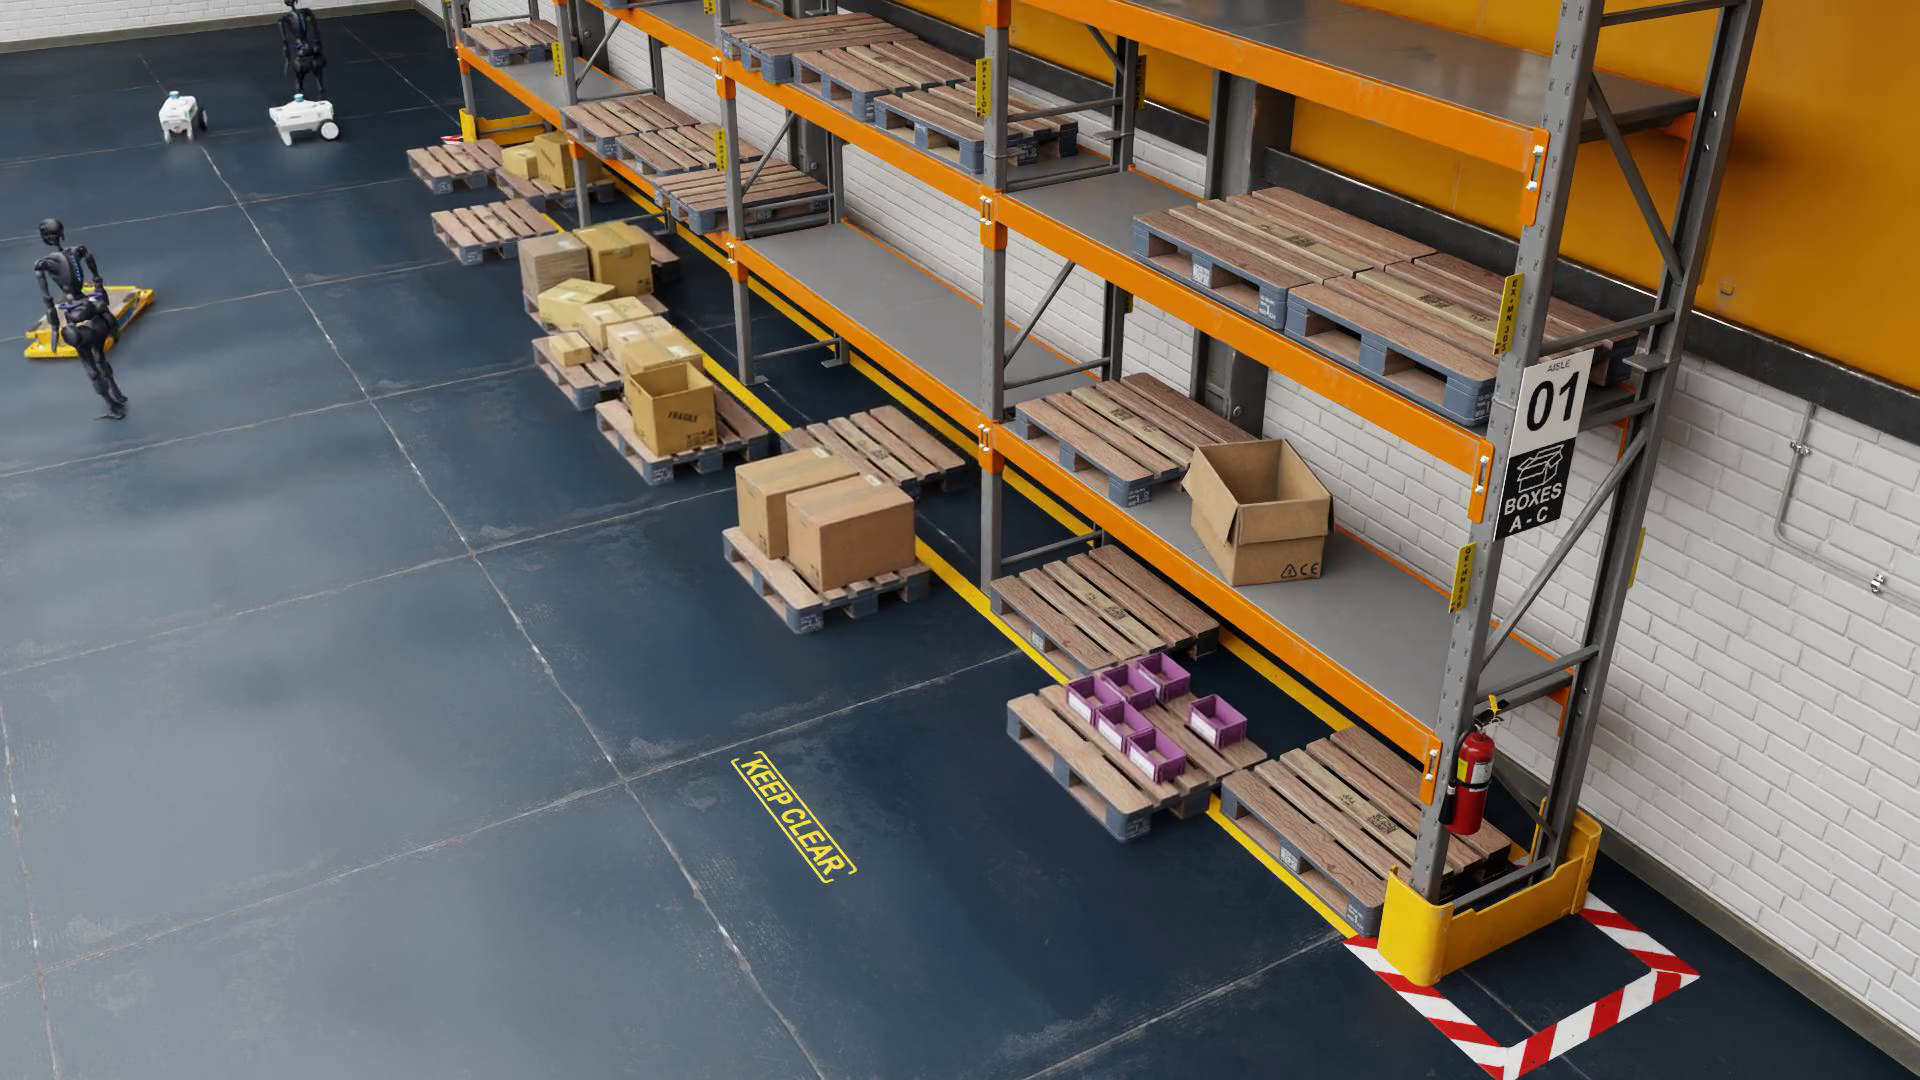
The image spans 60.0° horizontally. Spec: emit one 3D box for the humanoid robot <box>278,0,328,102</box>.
[{"bbox_3d":[-8.269,-6.116,20.998,0.328,1.646,0.600,20,35,31],"label":"humanoid robot"}]

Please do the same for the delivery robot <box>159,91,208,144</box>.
[{"bbox_3d":[-9.678,-5.259,20.636,0.499,0.604,0.808,-7,30,-12],"label":"delivery robot"}]

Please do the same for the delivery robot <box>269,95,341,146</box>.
[{"bbox_3d":[-8.068,-5.185,20.496,0.766,0.595,0.505,-18,34,-29],"label":"delivery robot"}]

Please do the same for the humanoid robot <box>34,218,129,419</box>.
[{"bbox_3d":[-7.033,-1.769,13.335,0.407,1.640,0.609,12,32,20],"label":"humanoid robot"}]

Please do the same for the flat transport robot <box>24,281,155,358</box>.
[{"bbox_3d":[-7.946,-2.023,15.202,0.659,0.231,1.431,-3,30,-5],"label":"flat transport robot"}]
